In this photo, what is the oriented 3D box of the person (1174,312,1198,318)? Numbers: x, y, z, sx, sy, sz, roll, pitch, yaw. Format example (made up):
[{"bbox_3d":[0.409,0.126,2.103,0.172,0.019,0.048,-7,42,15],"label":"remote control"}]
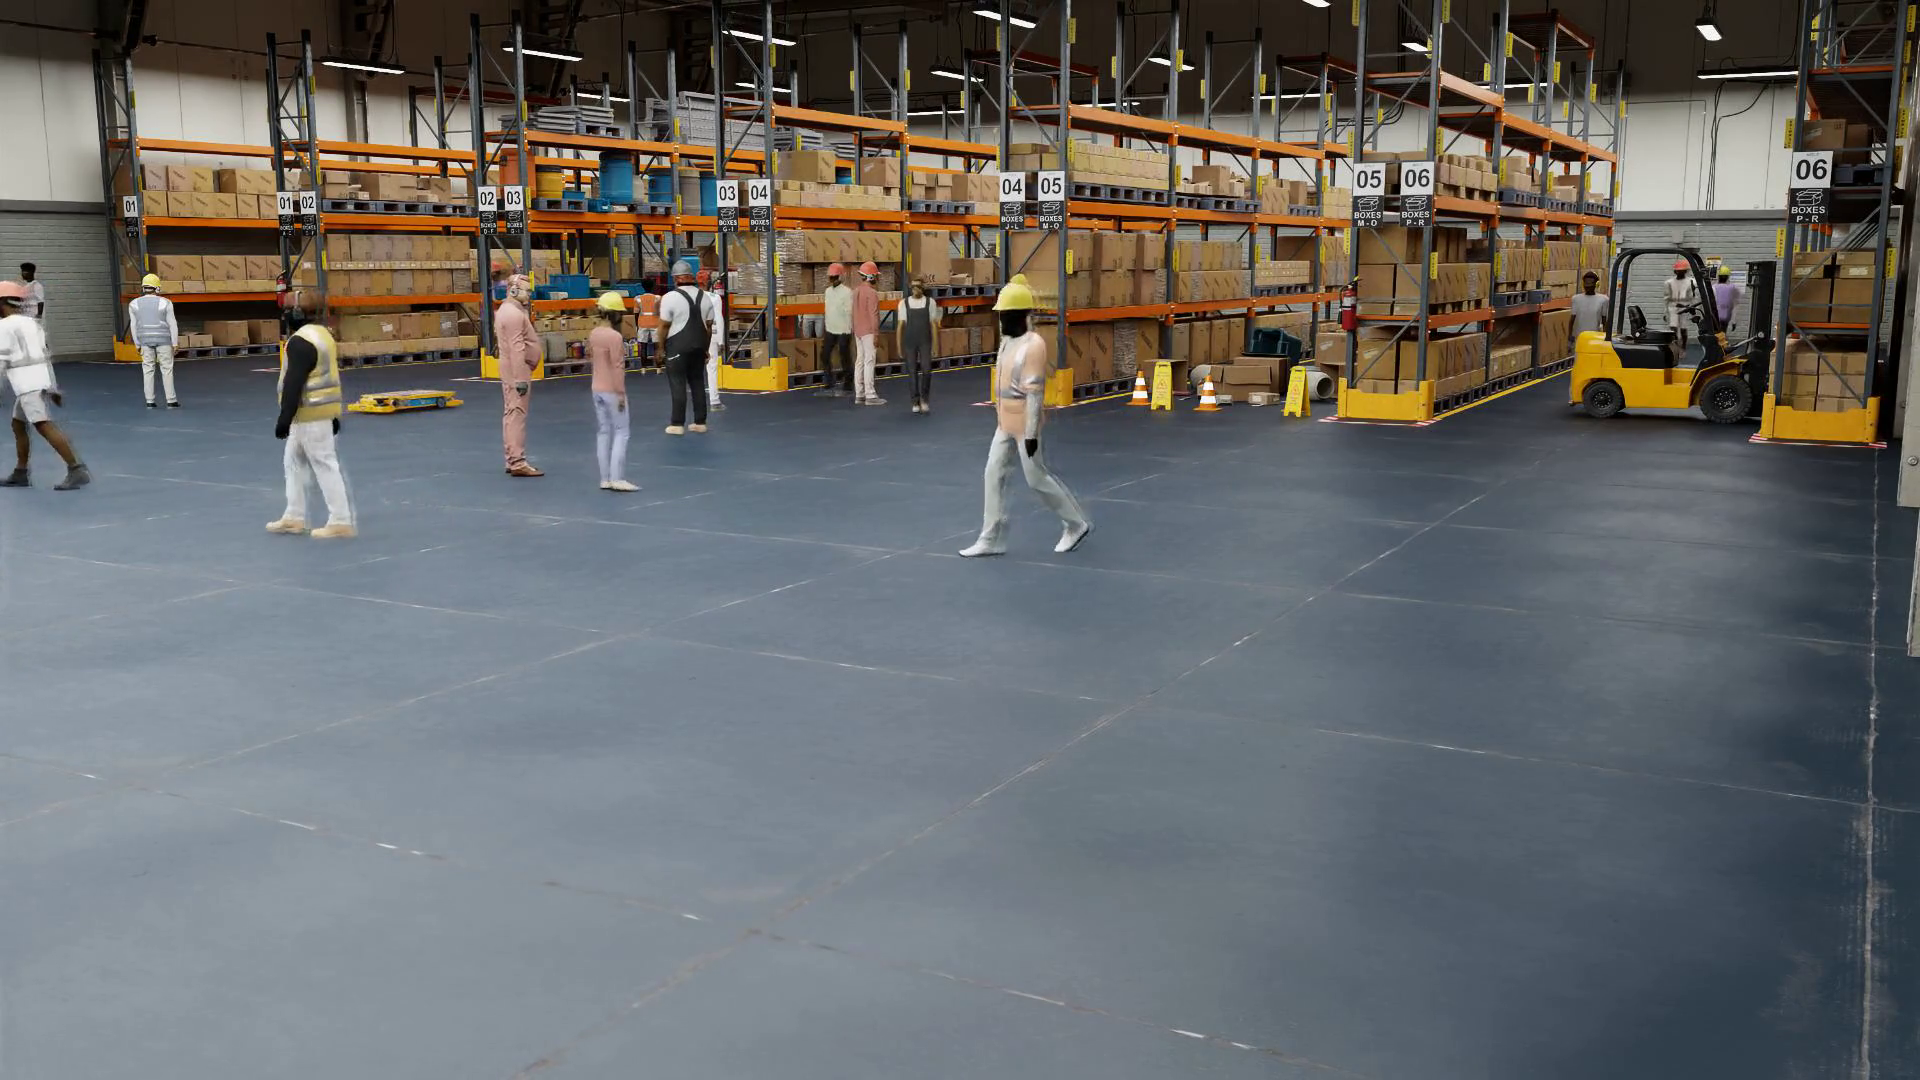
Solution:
[{"bbox_3d":[4.428,-4.461,32.895,0.618,1.861,0.987,2,10,12],"label":"person"}]

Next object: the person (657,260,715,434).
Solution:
[{"bbox_3d":[-3.238,-2.264,19.493,0.536,2.000,0.697,10,14,44],"label":"person"}]

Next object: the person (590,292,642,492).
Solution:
[{"bbox_3d":[-3.076,-1.301,14.684,0.328,1.767,0.542,-8,13,-40],"label":"person"}]

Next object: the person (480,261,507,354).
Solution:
[{"bbox_3d":[-8.454,-4.117,30.515,0.617,1.992,1.112,4,11,23],"label":"person"}]

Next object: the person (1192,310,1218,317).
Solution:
[{"bbox_3d":[4.818,-4.484,32.958,0.556,1.892,0.981,3,10,19],"label":"person"}]

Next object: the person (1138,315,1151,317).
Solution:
[{"bbox_3d":[3.686,-4.433,33.442,0.532,1.616,0.625,7,12,37],"label":"person"}]

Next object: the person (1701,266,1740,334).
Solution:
[{"bbox_3d":[13.951,-4.067,30.511,0.632,1.888,0.902,2,10,10],"label":"person"}]

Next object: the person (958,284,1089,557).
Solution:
[{"bbox_3d":[0.473,-0.825,11.507,0.919,1.895,0.594,-4,11,-23],"label":"person"}]

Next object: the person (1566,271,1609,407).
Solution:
[{"bbox_3d":[8.610,-2.743,22.816,0.516,1.865,0.325,4,10,22],"label":"person"}]

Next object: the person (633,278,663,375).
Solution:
[{"bbox_3d":[-5.428,-3.727,29.070,0.534,1.697,0.318,-2,10,-9],"label":"person"}]

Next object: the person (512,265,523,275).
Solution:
[{"bbox_3d":[-8.104,-4.100,30.633,0.403,1.911,0.637,-6,11,-32],"label":"person"}]

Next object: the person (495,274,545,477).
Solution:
[{"bbox_3d":[-4.168,-1.548,15.748,0.403,1.913,0.658,-4,10,-20],"label":"person"}]

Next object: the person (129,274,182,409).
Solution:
[{"bbox_3d":[-10.899,-2.683,22.556,0.590,1.833,0.404,-1,10,-8],"label":"person"}]

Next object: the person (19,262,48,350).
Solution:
[{"bbox_3d":[-16.948,-4.095,30.434,0.612,1.963,0.362,9,13,43],"label":"person"}]

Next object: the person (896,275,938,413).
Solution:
[{"bbox_3d":[-0.563,-2.557,21.830,0.552,1.819,0.717,0,10,-1],"label":"person"}]

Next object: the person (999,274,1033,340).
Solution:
[{"bbox_3d":[0.781,-2.685,22.570,0.403,1.830,0.599,-6,12,-32],"label":"person"}]

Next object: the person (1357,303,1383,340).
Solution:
[{"bbox_3d":[6.805,-3.607,27.717,0.565,1.914,0.586,5,11,28],"label":"person"}]

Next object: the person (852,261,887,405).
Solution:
[{"bbox_3d":[-1.286,-2.891,23.296,0.389,1.996,0.612,-5,11,-29],"label":"person"}]

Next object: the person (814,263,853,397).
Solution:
[{"bbox_3d":[-1.846,-3.045,24.265,0.653,1.965,0.753,9,13,43],"label":"person"}]

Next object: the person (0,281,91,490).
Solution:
[{"bbox_3d":[-8.230,-1.374,14.839,0.927,1.876,0.572,0,10,-2],"label":"person"}]

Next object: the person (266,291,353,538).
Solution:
[{"bbox_3d":[-4.870,-0.901,12.185,0.791,1.814,0.631,-2,10,-11],"label":"person"}]

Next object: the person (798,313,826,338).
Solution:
[{"bbox_3d":[-2.575,-3.922,29.537,0.624,1.934,0.364,0,10,2],"label":"person"}]

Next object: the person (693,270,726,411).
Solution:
[{"bbox_3d":[-3.427,-2.667,22.316,0.575,1.882,0.359,4,10,20],"label":"person"}]

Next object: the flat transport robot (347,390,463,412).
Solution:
[{"bbox_3d":[-7.479,-1.886,22.454,0.652,0.197,1.431,6,11,30],"label":"flat transport robot"}]

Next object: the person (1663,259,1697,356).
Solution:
[{"bbox_3d":[14.308,-4.559,33.040,0.617,2.011,0.750,6,11,31],"label":"person"}]
